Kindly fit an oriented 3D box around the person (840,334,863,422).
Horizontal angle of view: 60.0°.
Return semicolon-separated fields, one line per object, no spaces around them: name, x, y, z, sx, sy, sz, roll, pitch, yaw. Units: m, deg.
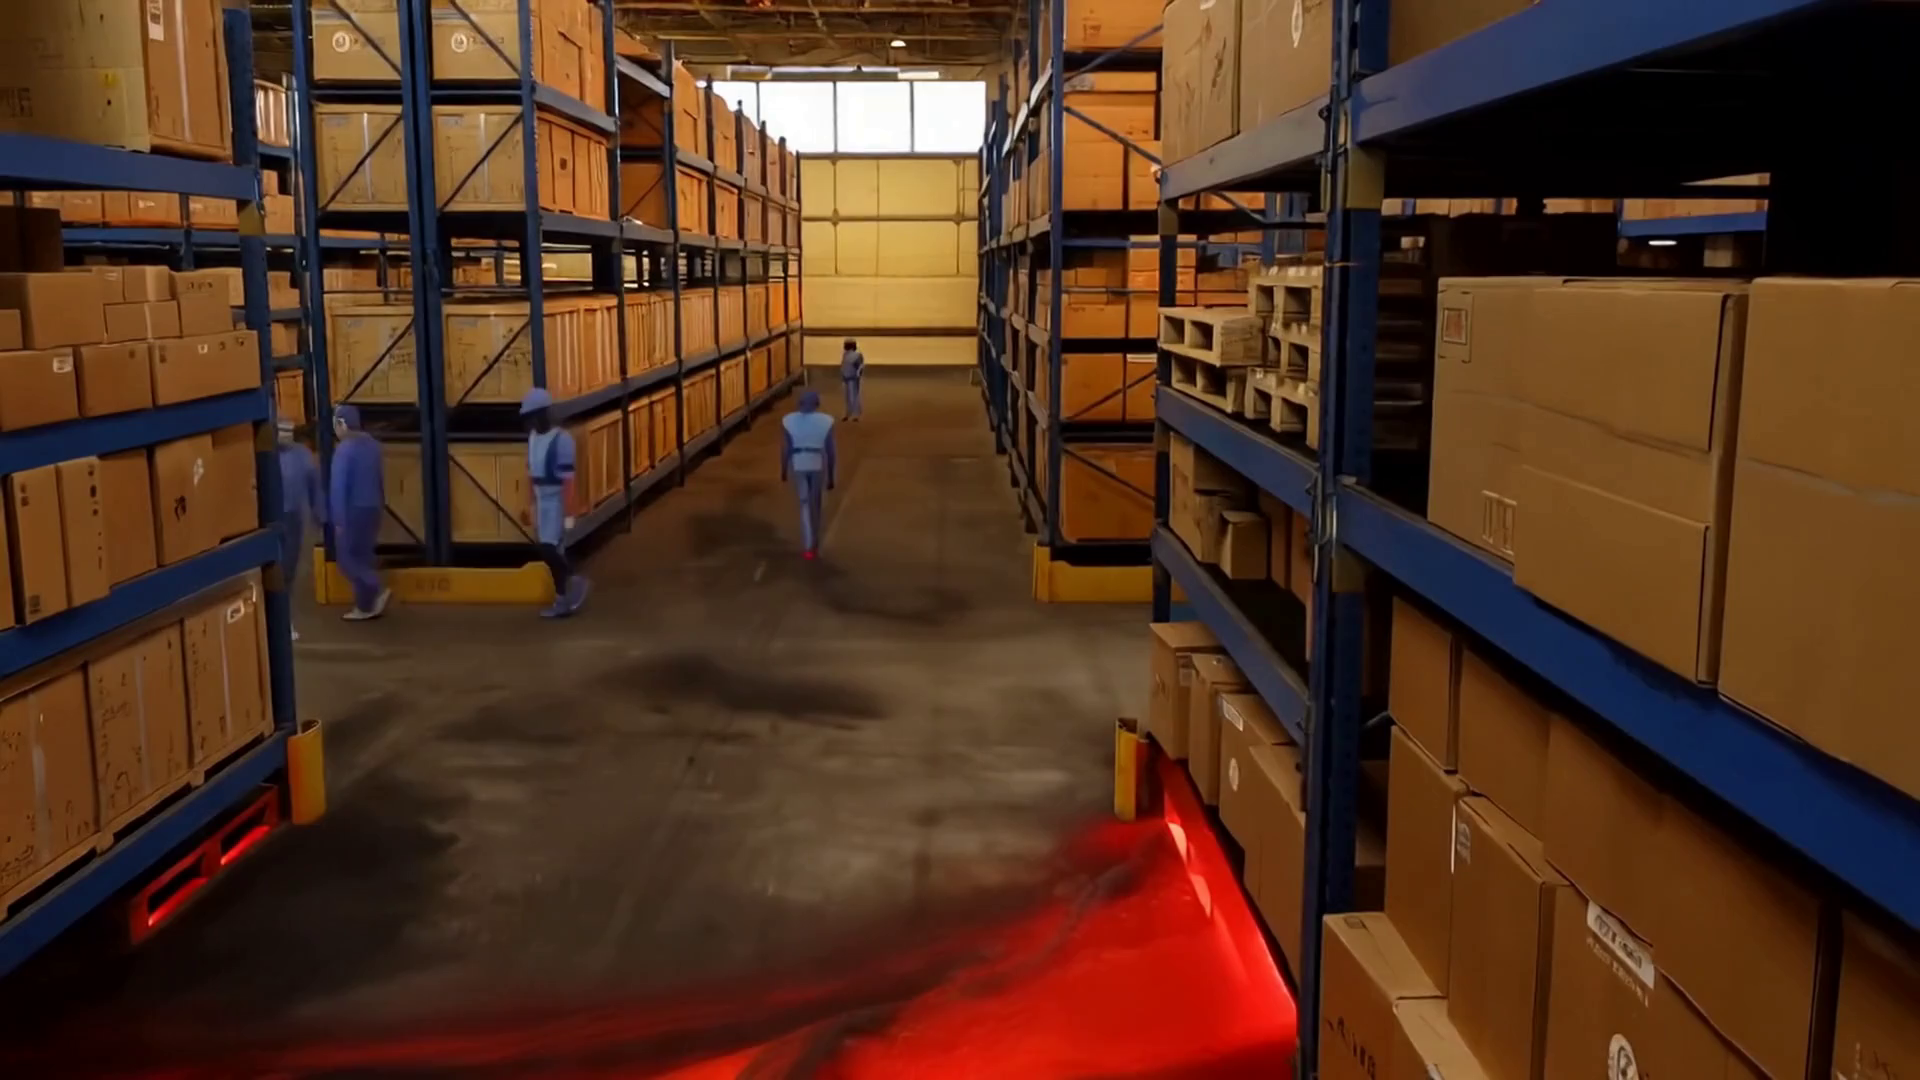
person;-2.147;-3.209;33.009;0.487;1.744;0.313;7;11;35

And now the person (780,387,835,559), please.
person;-1.613;-0.722;17.663;0.566;1.783;1.020;-2;10;-14

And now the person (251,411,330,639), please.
person;-5.518;-0.115;13.659;0.860;1.869;0.648;8;12;42

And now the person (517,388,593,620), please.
person;-3.542;-0.303;14.360;0.480;2.019;0.609;-8;12;-40

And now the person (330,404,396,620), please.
person;-5.124;-0.219;14.242;0.499;1.894;0.658;2;9;10
